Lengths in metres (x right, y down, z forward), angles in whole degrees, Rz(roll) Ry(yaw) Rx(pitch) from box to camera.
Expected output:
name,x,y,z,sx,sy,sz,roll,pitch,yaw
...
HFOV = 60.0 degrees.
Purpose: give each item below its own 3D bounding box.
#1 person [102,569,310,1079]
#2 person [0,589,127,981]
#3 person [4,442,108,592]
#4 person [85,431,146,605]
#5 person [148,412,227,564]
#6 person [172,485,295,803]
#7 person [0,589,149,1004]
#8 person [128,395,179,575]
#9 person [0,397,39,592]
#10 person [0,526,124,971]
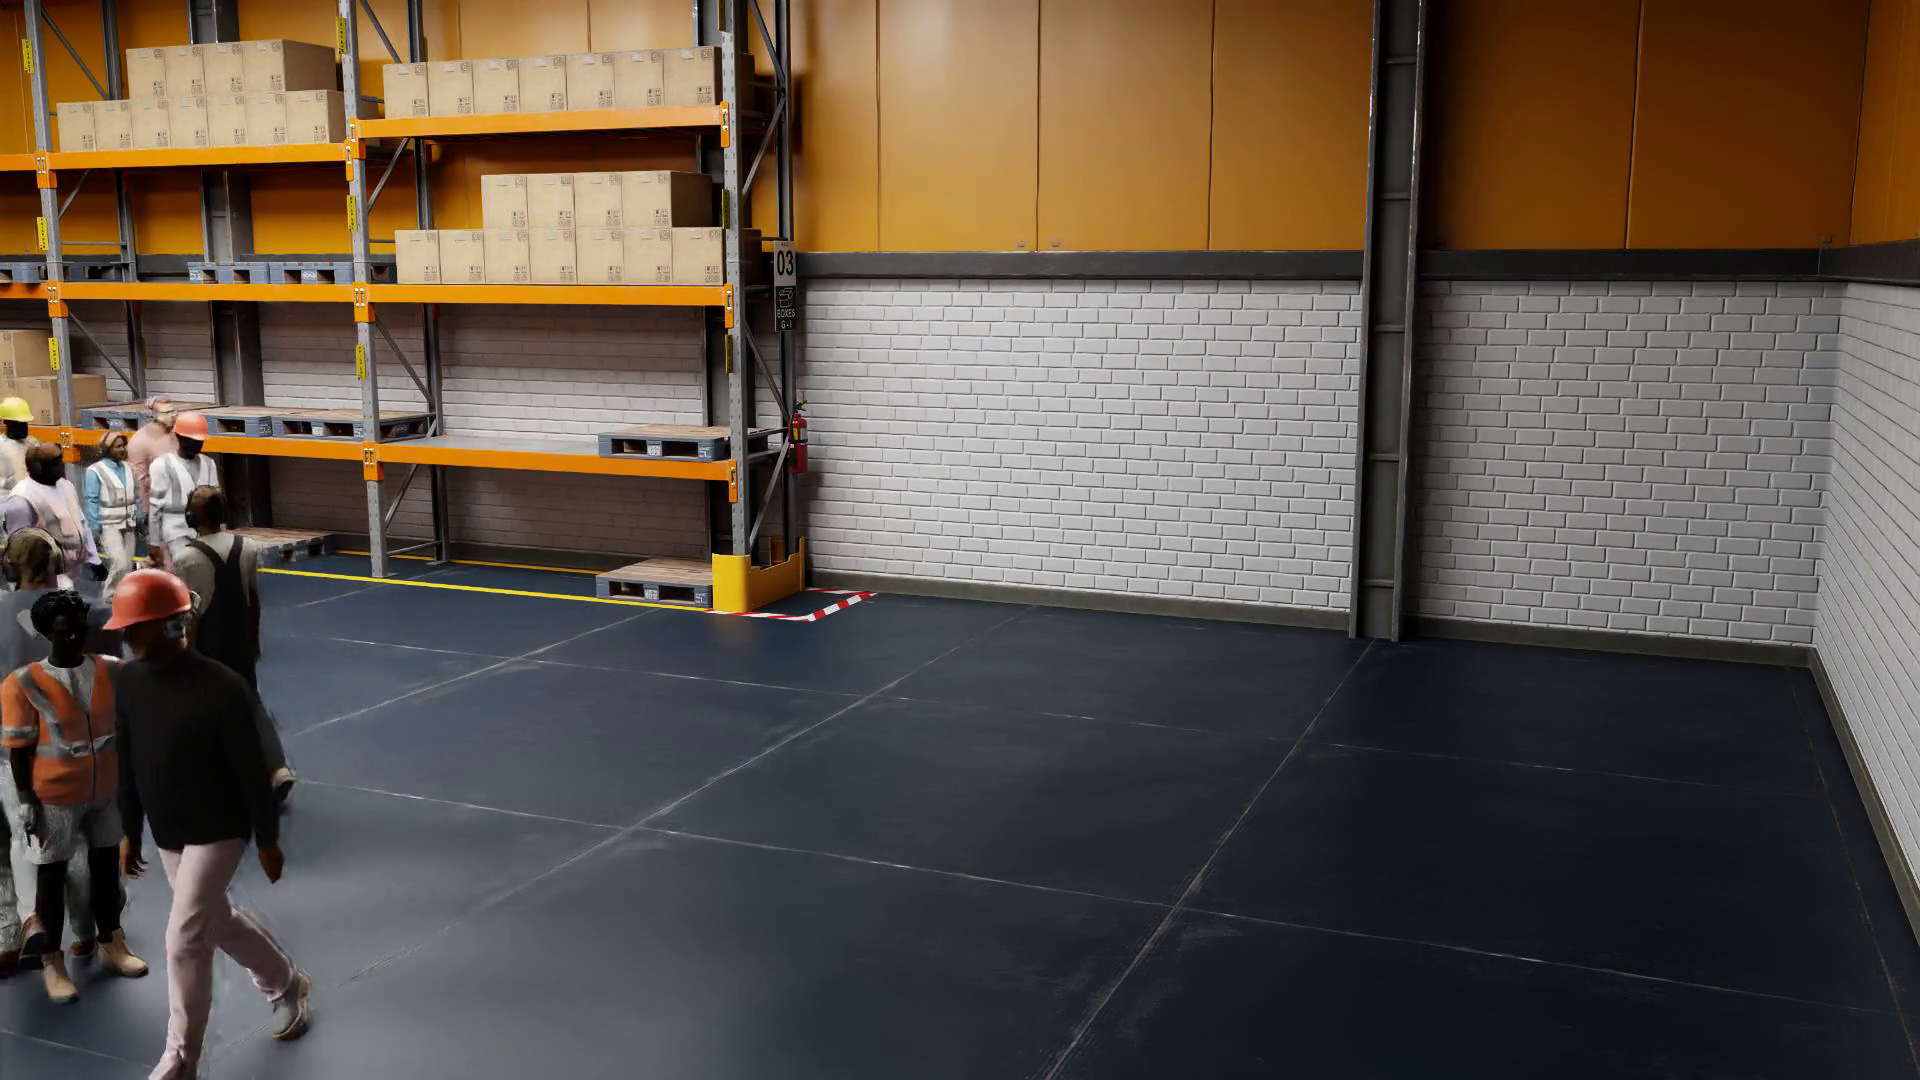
name,x,y,z,sx,sy,sz,roll,pitch,yaw
person,-2.768,1.039,6.145,0.623,1.959,0.926,5,11,27
person,-4.037,0.889,7.151,0.658,1.910,0.668,2,10,15
person,-6.369,0.198,11.710,0.970,1.794,0.619,0,9,1
person,-7.073,-0.104,13.992,0.370,1.625,0.536,3,10,15
person,-5.878,-0.035,12.821,0.978,1.882,0.565,4,10,25
person,-4.091,0.588,9.293,0.921,1.816,0.524,7,12,38
person,-3.659,1.038,6.891,0.318,1.697,0.535,6,11,32
person,-7.142,-0.365,14.870,0.771,1.884,0.646,3,10,17
person,-8.019,-0.270,14.209,0.419,1.901,0.590,3,10,16
person,-3.842,0.903,7.035,0.650,1.918,0.526,-5,10,-26
